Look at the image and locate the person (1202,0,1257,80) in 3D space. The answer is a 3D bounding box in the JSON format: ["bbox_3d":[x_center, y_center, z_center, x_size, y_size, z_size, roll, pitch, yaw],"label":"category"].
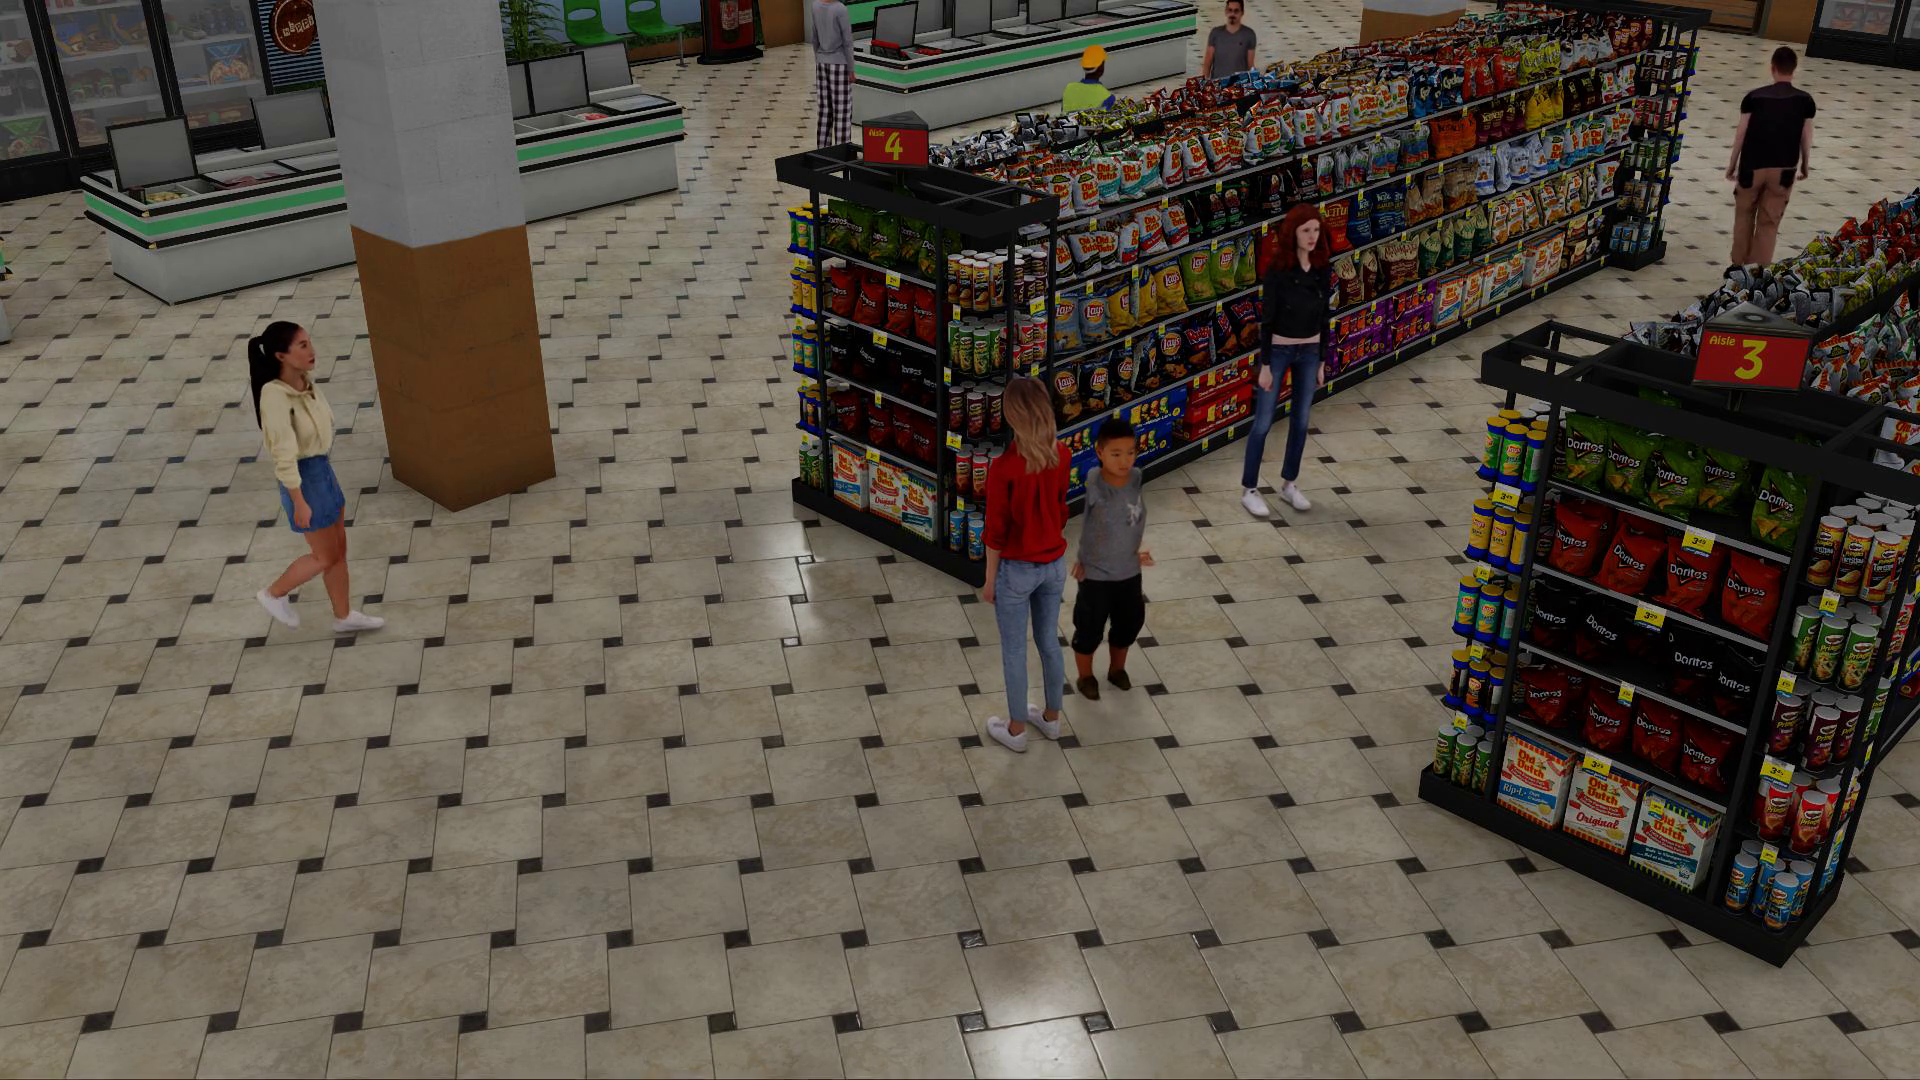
[{"bbox_3d":[2.523,-4.213,15.669,0.994,1.704,1.247,8,28,15],"label":"person"}]

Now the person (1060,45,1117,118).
[{"bbox_3d":[0.954,-2.941,13.056,0.725,1.798,0.746,18,32,31],"label":"person"}]

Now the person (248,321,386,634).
[{"bbox_3d":[-3.189,-0.255,7.955,0.956,1.622,0.889,-1,27,-3],"label":"person"}]

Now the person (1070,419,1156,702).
[{"bbox_3d":[0.673,0.053,7.543,0.553,1.446,0.693,-11,29,-20],"label":"person"}]

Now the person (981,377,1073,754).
[{"bbox_3d":[0.296,0.124,7.118,0.484,1.702,0.681,-21,34,-35],"label":"person"}]

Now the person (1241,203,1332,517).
[{"bbox_3d":[1.824,-0.989,9.221,0.598,1.786,0.702,-8,28,-15],"label":"person"}]

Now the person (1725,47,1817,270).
[{"bbox_3d":[6.206,-2.836,12.826,0.840,1.819,0.833,14,30,26],"label":"person"}]

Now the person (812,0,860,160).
[{"bbox_3d":[-1.251,-4.687,16.445,0.662,1.847,0.576,19,32,32],"label":"person"}]
